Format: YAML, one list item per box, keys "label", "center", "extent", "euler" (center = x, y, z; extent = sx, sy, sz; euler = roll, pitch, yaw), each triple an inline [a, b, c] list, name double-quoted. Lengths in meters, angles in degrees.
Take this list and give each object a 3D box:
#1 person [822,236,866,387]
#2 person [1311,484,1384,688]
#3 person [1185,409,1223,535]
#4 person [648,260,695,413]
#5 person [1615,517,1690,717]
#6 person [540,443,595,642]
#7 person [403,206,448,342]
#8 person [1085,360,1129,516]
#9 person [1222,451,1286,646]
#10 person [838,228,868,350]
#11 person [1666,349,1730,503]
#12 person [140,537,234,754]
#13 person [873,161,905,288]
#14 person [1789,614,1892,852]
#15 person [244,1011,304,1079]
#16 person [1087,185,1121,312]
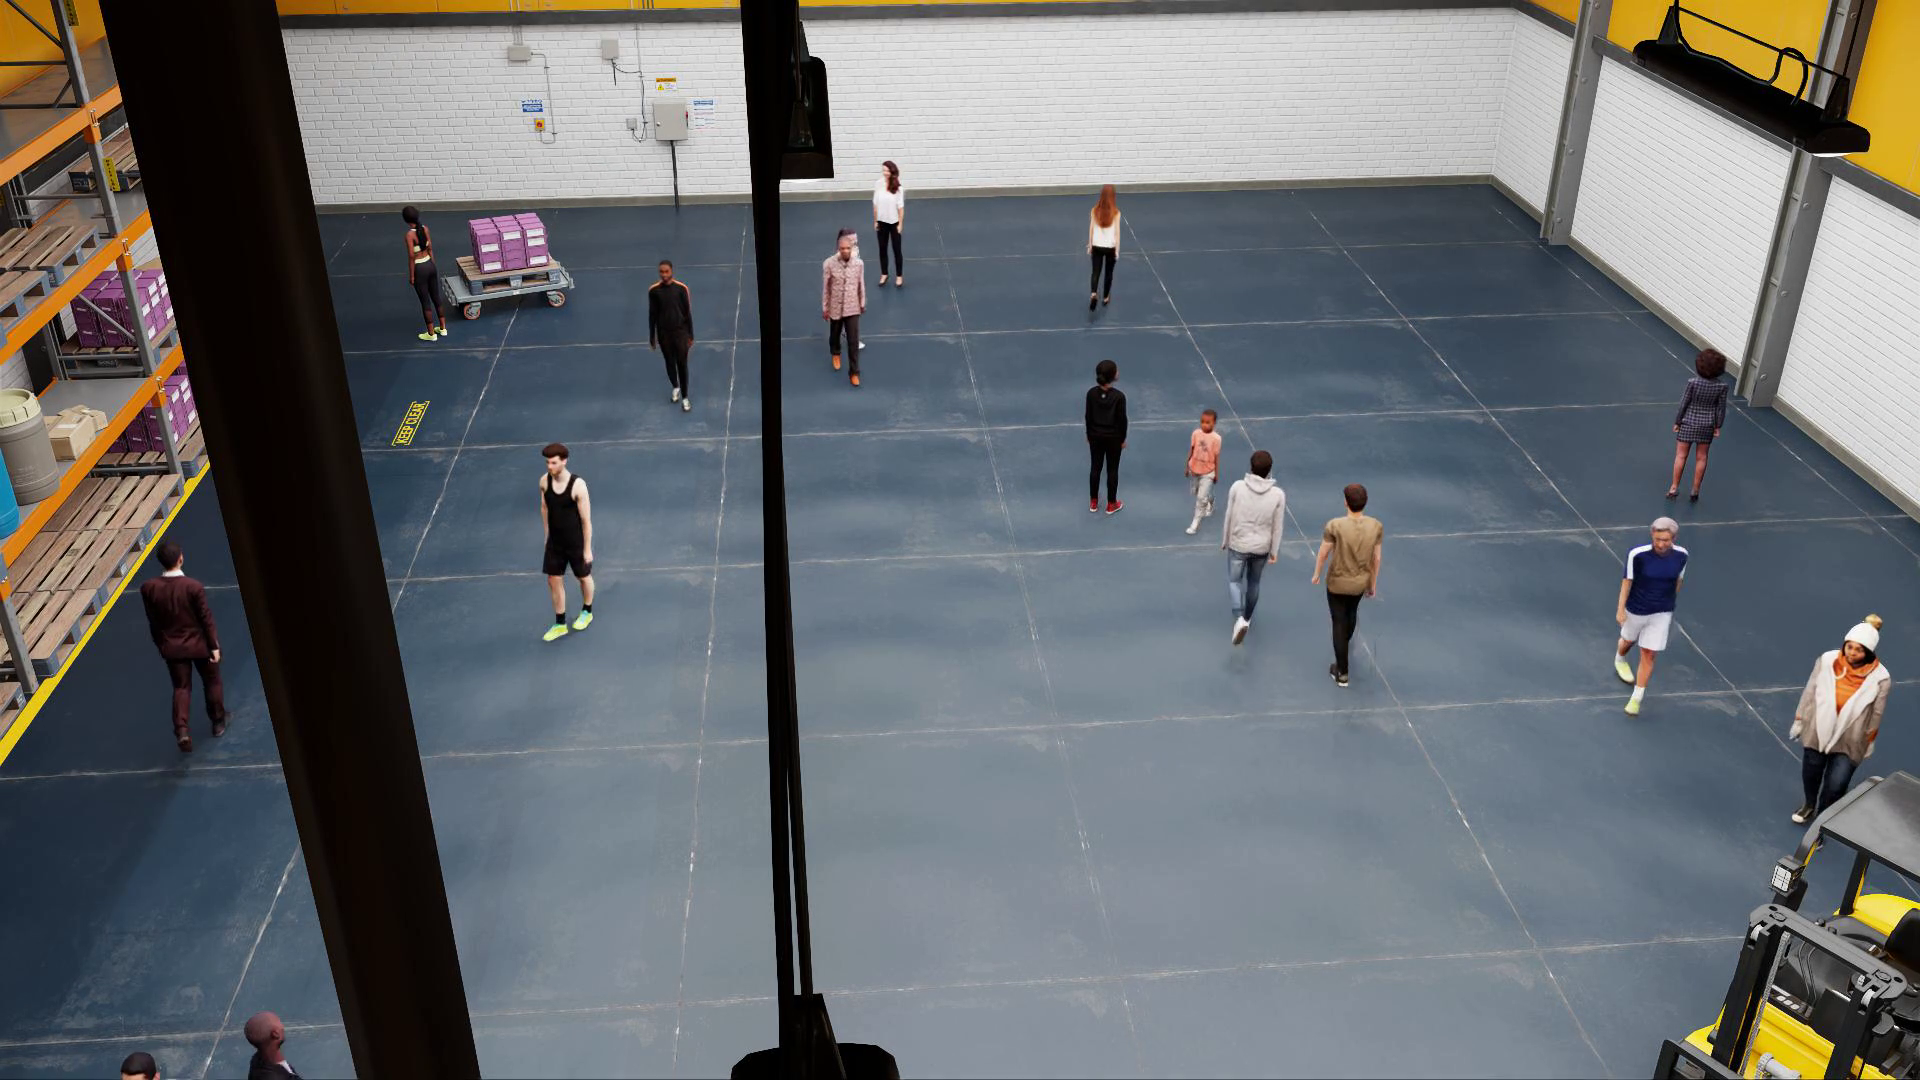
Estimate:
- label: "person"
  center: [-1.438, -2.851, 20.259]
  extent: [0.697, 1.796, 1.145]
  euler: [-3, 29, -6]
- label: "person"
  center: [3.334, 0.421, 14.231]
  extent: [0.666, 1.826, 0.976]
  euler: [-3, 29, -6]
- label: "person"
  center: [2.491, -0.739, 16.912]
  extent: [0.805, 1.295, 0.885]
  euler: [19, 34, 31]
- label: "person"
  center: [-3.372, -2.453, 19.546]
  extent: [0.636, 1.780, 0.912]
  euler: [-2, 29, -4]
- label: "person"
  center: [5.810, 0.551, 14.042]
  extent: [0.876, 1.778, 1.226]
  euler: [3, 29, 5]
- label: "person"
  center: [-3.495, -0.050, 15.042]
  extent: [0.891, 1.876, 0.986]
  euler: [9, 30, 16]
- label: "person"
  center: [-6.880, -3.432, 21.367]
  extent: [0.702, 1.754, 0.615]
  euler: [16, 33, 27]
- label: "person"
  center: [1.499, -1.058, 17.100]
  extent: [0.674, 1.674, 0.677]
  euler: [11, 31, 20]
- label: "person"
  center: [2.574, 0.093, 14.814]
  extent: [0.790, 1.842, 1.072]
  euler: [3, 29, 6]
- label: "person"
  center: [-1.444, -3.212, 21.132]
  extent: [0.837, 1.595, 0.796]
  euler: [15, 32, 25]
- label: "person"
  center: [7.667, -1.178, 17.292]
  extent: [0.688, 1.700, 0.646]
  euler: [6, 29, 11]
- label: "person"
  center: [-6.232, 0.878, 13.367]
  extent: [0.669, 1.850, 0.977]
  euler: [-3, 29, -5]
- label: "person"
  center: [-0.977, -4.394, 23.089]
  extent: [0.673, 1.795, 0.661]
  euler: [11, 30, 19]
- label: "person"
  center: [6.612, 1.361, 12.460]
  extent: [0.972, 1.871, 1.024]
  euler: [24, 37, 37]
- label: "person"
  center: [-3.653, 3.366, 8.951]
  extent: [0.948, 1.712, 0.871]
  euler: [-15, 32, -25]
- label: "person"
  center: [1.905, -3.876, 22.234]
  extent: [0.796, 1.705, 1.021]
  euler: [8, 30, 14]
